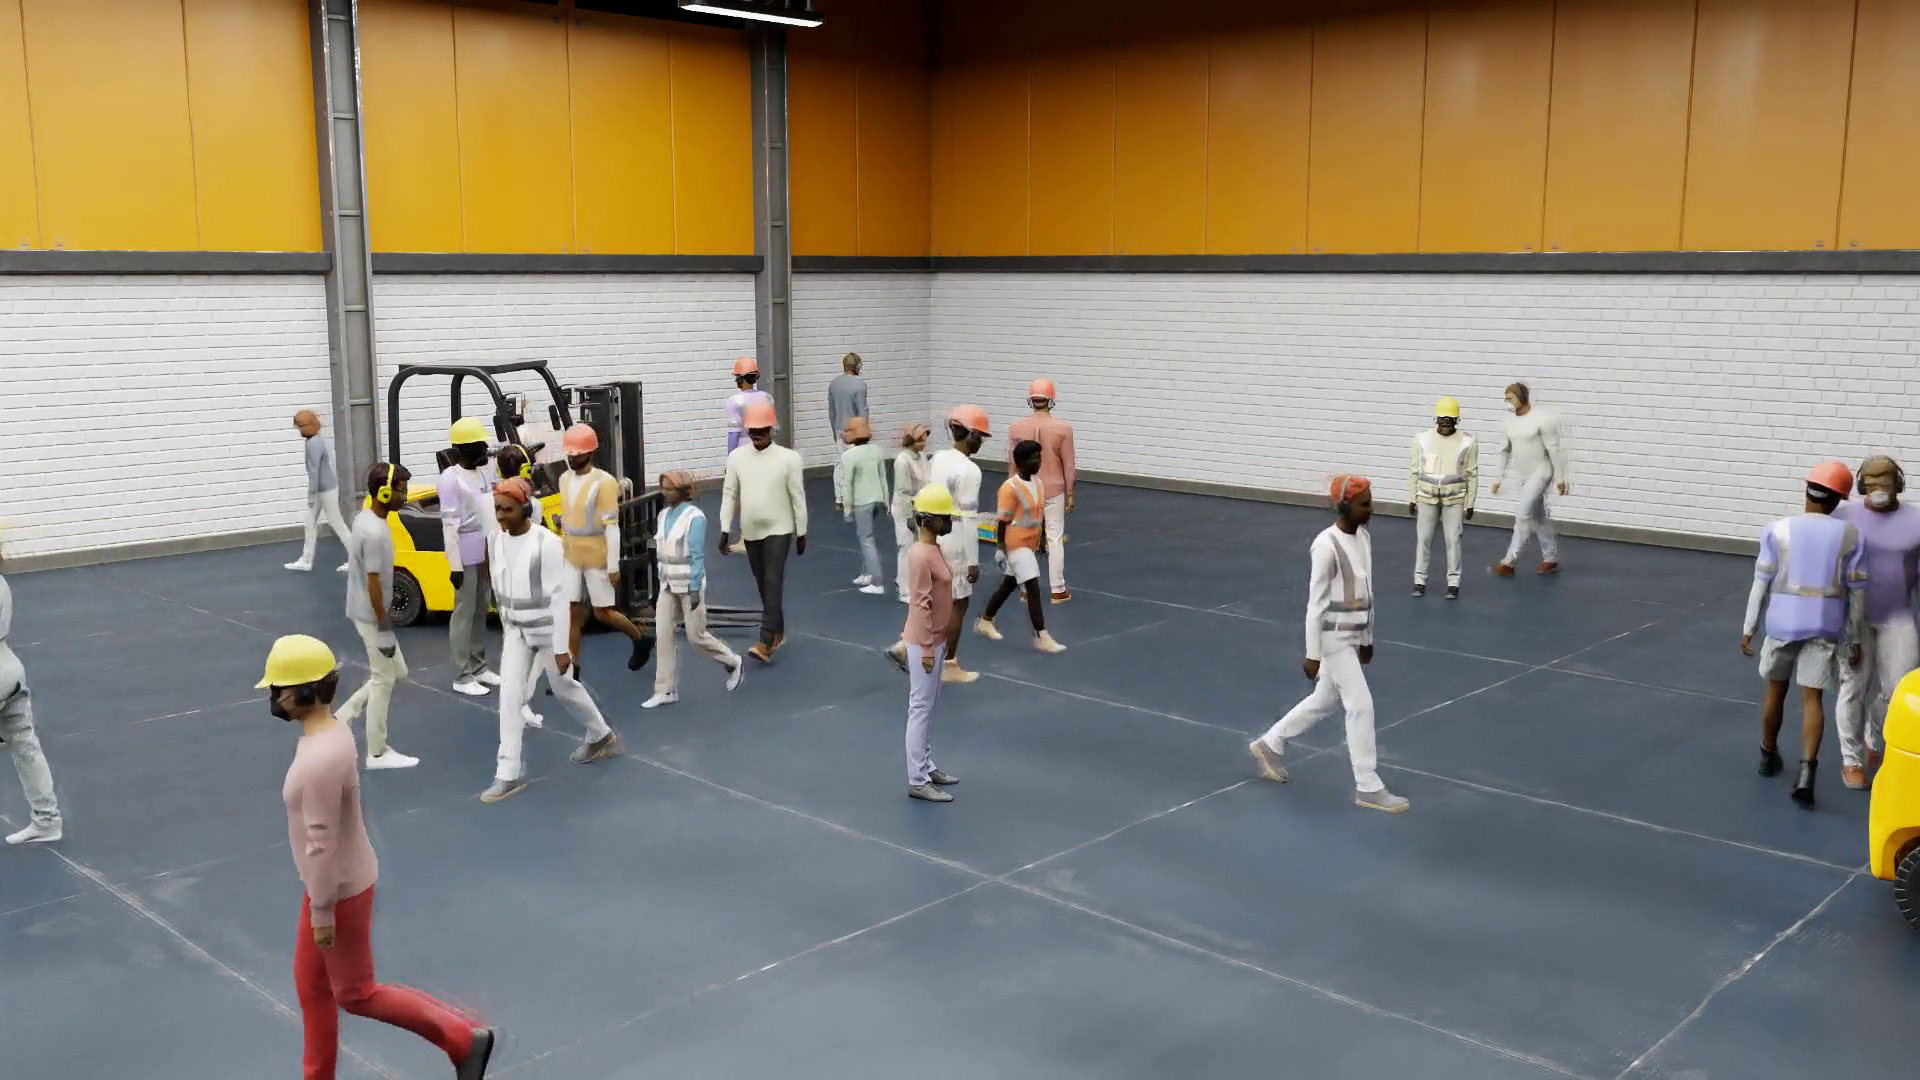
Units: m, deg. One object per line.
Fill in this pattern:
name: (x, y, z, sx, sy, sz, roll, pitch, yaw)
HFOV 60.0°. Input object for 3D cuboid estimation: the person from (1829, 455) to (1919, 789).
person: (5.180, 0.471, 9.413, 0.672, 1.909, 0.432, 3, 10, 18)

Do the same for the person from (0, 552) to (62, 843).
person: (-5.016, 0.733, 8.400, 0.814, 1.706, 0.514, -2, 10, -13)

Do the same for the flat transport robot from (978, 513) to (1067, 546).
flat transport robot: (0.429, -0.118, 18.049, 0.652, 0.197, 1.431, -8, 12, -40)

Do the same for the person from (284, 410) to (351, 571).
person: (-6.224, -0.468, 16.126, 0.804, 1.594, 0.521, -4, 10, -24)

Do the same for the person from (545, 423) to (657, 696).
person: (-2.544, 0.108, 11.695, 0.555, 1.908, 0.829, 7, 11, 35)

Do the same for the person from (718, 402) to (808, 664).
person: (-1.515, -0.059, 12.564, 0.620, 1.942, 1.012, 3, 10, 17)

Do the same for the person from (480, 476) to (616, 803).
person: (-2.360, 0.509, 9.525, 0.587, 1.822, 1.020, 5, 10, 28)

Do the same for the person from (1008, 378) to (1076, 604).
person: (0.728, -0.430, 14.685, 0.609, 1.997, 0.375, 3, 10, 16)

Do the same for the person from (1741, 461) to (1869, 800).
person: (4.749, 0.499, 9.354, 0.611, 1.884, 0.868, 4, 10, 22)

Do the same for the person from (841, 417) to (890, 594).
person: (-0.896, -0.318, 15.213, 0.612, 1.595, 0.512, 8, 12, 39)

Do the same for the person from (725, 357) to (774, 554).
person: (-2.206, -0.877, 17.284, 0.372, 2.044, 0.607, 8, 12, 39)

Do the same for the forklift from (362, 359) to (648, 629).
forklift: (-3.850, -0.407, 13.936, 2.313, 2.155, 1.214, 2, 9, 11)

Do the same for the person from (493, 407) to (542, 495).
person: (-3.961, -0.372, 15.017, 0.957, 1.788, 0.608, 0, 9, 1)

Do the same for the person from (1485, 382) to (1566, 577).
person: (5.416, -0.574, 15.950, 0.974, 1.866, 0.642, -4, 10, -22)

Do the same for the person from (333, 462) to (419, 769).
person: (-3.429, 0.459, 9.699, 0.540, 1.839, 0.566, -3, 10, -18)

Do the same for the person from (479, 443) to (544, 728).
person: (-2.827, 0.308, 10.622, 0.510, 1.853, 0.382, 4, 10, 22)

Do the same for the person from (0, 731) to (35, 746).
person: (-6.310, 0.376, 10.039, 1.058, 1.905, 0.614, -5, 10, -26)

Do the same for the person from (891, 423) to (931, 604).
person: (-0.417, -0.223, 14.541, 0.359, 1.621, 0.540, 5, 10, 27)

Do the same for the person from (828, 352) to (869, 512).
person: (-1.340, -1.312, 20.273, 0.635, 1.936, 0.350, 9, 13, 44)

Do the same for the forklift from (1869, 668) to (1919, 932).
forklift: (5.205, 0.723, 7.013, 2.313, 2.155, 1.214, 9, 13, 43)

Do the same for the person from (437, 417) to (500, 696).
person: (-3.400, 0.106, 11.596, 0.353, 1.930, 0.594, 2, 9, 9)

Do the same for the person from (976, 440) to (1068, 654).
person: (0.456, 0.029, 12.948, 0.881, 1.648, 0.535, 5, 11, 29)

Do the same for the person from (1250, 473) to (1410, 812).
person: (2.050, 0.536, 9.232, 0.948, 1.848, 0.586, 6, 11, 34)

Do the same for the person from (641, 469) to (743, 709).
person: (-1.839, 0.312, 11.276, 0.518, 1.620, 0.689, 8, 13, 42)

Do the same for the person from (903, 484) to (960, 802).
person: (-0.156, 0.564, 9.299, 0.312, 1.768, 0.524, 1, 9, 6)

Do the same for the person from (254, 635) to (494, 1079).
person: (-2.042, 1.169, 5.702, 0.755, 1.741, 0.526, -3, 10, -16)

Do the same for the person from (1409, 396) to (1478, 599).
person: (4.324, -0.377, 14.909, 0.597, 1.824, 0.403, 4, 10, 23)

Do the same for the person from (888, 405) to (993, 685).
person: (-0.087, 0.056, 11.684, 0.670, 2.004, 0.660, -4, 10, -25)
